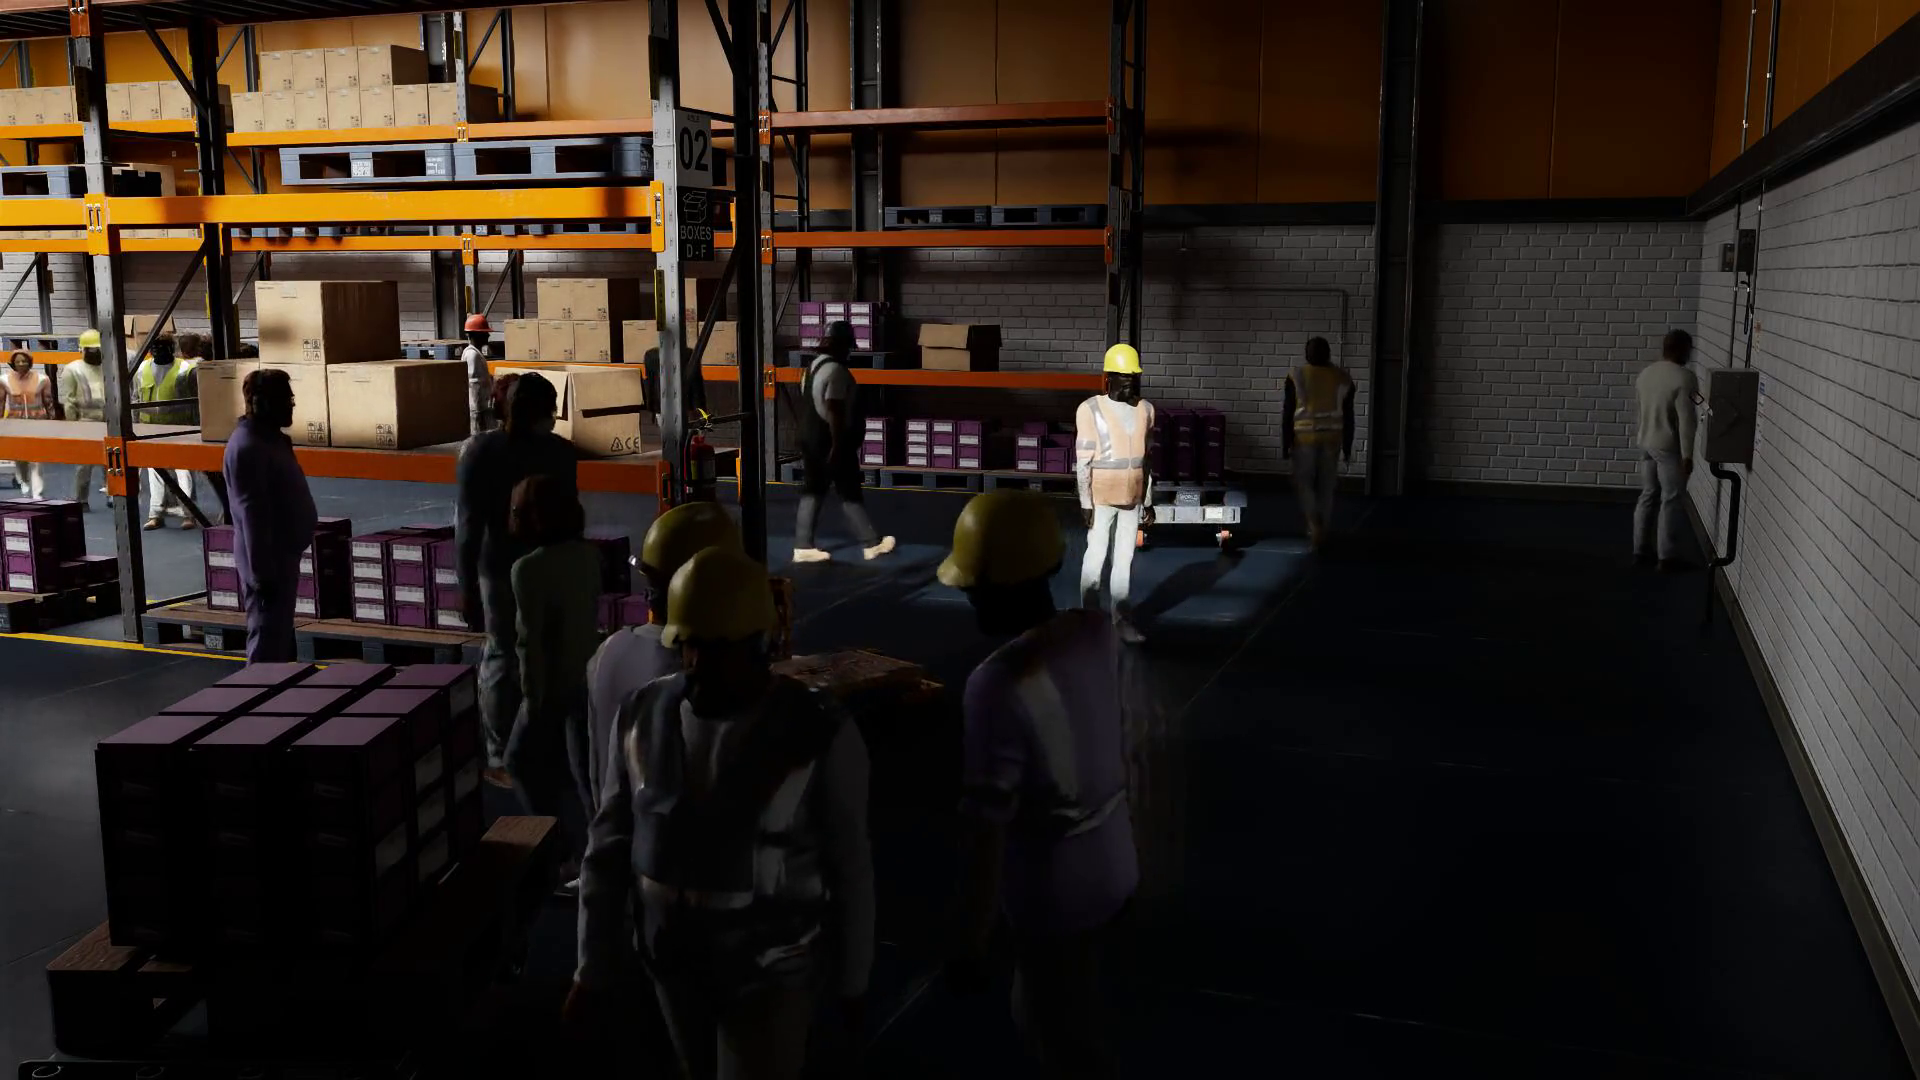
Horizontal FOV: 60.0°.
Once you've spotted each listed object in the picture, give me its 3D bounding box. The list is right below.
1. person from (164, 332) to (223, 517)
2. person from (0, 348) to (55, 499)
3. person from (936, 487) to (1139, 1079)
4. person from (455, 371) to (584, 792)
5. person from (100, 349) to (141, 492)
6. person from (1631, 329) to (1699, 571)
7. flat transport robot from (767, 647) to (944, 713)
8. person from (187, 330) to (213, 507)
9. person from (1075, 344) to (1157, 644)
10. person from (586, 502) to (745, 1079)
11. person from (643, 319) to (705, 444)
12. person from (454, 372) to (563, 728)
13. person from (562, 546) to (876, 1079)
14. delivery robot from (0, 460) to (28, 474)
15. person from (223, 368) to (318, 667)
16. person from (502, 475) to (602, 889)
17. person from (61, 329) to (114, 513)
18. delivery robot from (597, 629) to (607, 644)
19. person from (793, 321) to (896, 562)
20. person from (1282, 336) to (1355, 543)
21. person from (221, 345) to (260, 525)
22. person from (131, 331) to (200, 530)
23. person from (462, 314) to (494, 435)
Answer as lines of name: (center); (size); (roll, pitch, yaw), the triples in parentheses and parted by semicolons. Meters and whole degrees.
person: (-7.412, -1.120, 16.257); (0.928, 1.796, 0.537); (-4, 10, -25)
person: (-9.702, -1.193, 17.287); (0.542, 1.619, 0.602); (-5, 10, -28)
person: (0.213, 0.808, 3.865); (0.517, 1.888, 0.628); (4, 10, 25)
person: (-2.073, 0.171, 7.744); (0.538, 1.921, 0.674); (8, 12, 39)
person: (-9.145, -1.446, 18.076); (0.549, 1.873, 0.326); (-1, 9, -6)
person: (5.649, -0.715, 13.312); (0.398, 1.926, 0.656); (-2, 9, -15)
flat transport robot: (-0.827, 0.808, 8.924); (1.431, 0.197, 0.652); (-8, 12, -43)
person: (-7.341, -1.142, 16.311); (0.678, 1.825, 0.625); (4, 10, 26)
person: (1.000, -0.279, 10.559); (0.585, 1.928, 0.379); (-5, 10, -30)
person: (-0.639, 0.819, 3.980); (0.404, 1.828, 0.592); (-9, 12, -43)
person: (-2.938, -1.360, 17.285); (0.707, 1.957, 0.376); (2, 9, 11)
person: (-2.296, 0.071, 8.543); (0.439, 1.871, 0.619); (8, 12, 40)
person: (-0.536, 0.913, 3.465); (0.593, 1.795, 0.810); (4, 10, 22)
delivery robot: (-10.666, -0.872, 18.290); (0.707, 0.478, 0.477); (-4, 10, -23)
person: (-3.373, 0.107, 8.209); (0.403, 1.906, 0.651); (-3, 9, -16)
person: (-1.508, 0.564, 6.251); (0.456, 1.610, 0.566); (4, 10, 22)
person: (-8.577, -1.180, 16.544); (0.403, 1.834, 0.603); (5, 10, 30)
delivery robot: (-1.839, 0.696, 8.447); (0.707, 0.478, 0.477); (-2, 9, -11)
person: (-0.987, -0.839, 13.729); (0.942, 2.000, 0.758); (-5, 10, -29)
person: (3.141, -0.868, 14.586); (0.651, 1.823, 0.488); (-1, 9, -3)
person: (-5.557, -0.611, 13.012); (0.990, 1.828, 0.542); (5, 10, 27)
person: (-7.340, -1.006, 15.401); (0.623, 1.844, 0.429); (-1, 9, -6)
person: (-5.155, -1.446, 17.860); (0.360, 1.938, 0.546); (-3, 10, -18)
